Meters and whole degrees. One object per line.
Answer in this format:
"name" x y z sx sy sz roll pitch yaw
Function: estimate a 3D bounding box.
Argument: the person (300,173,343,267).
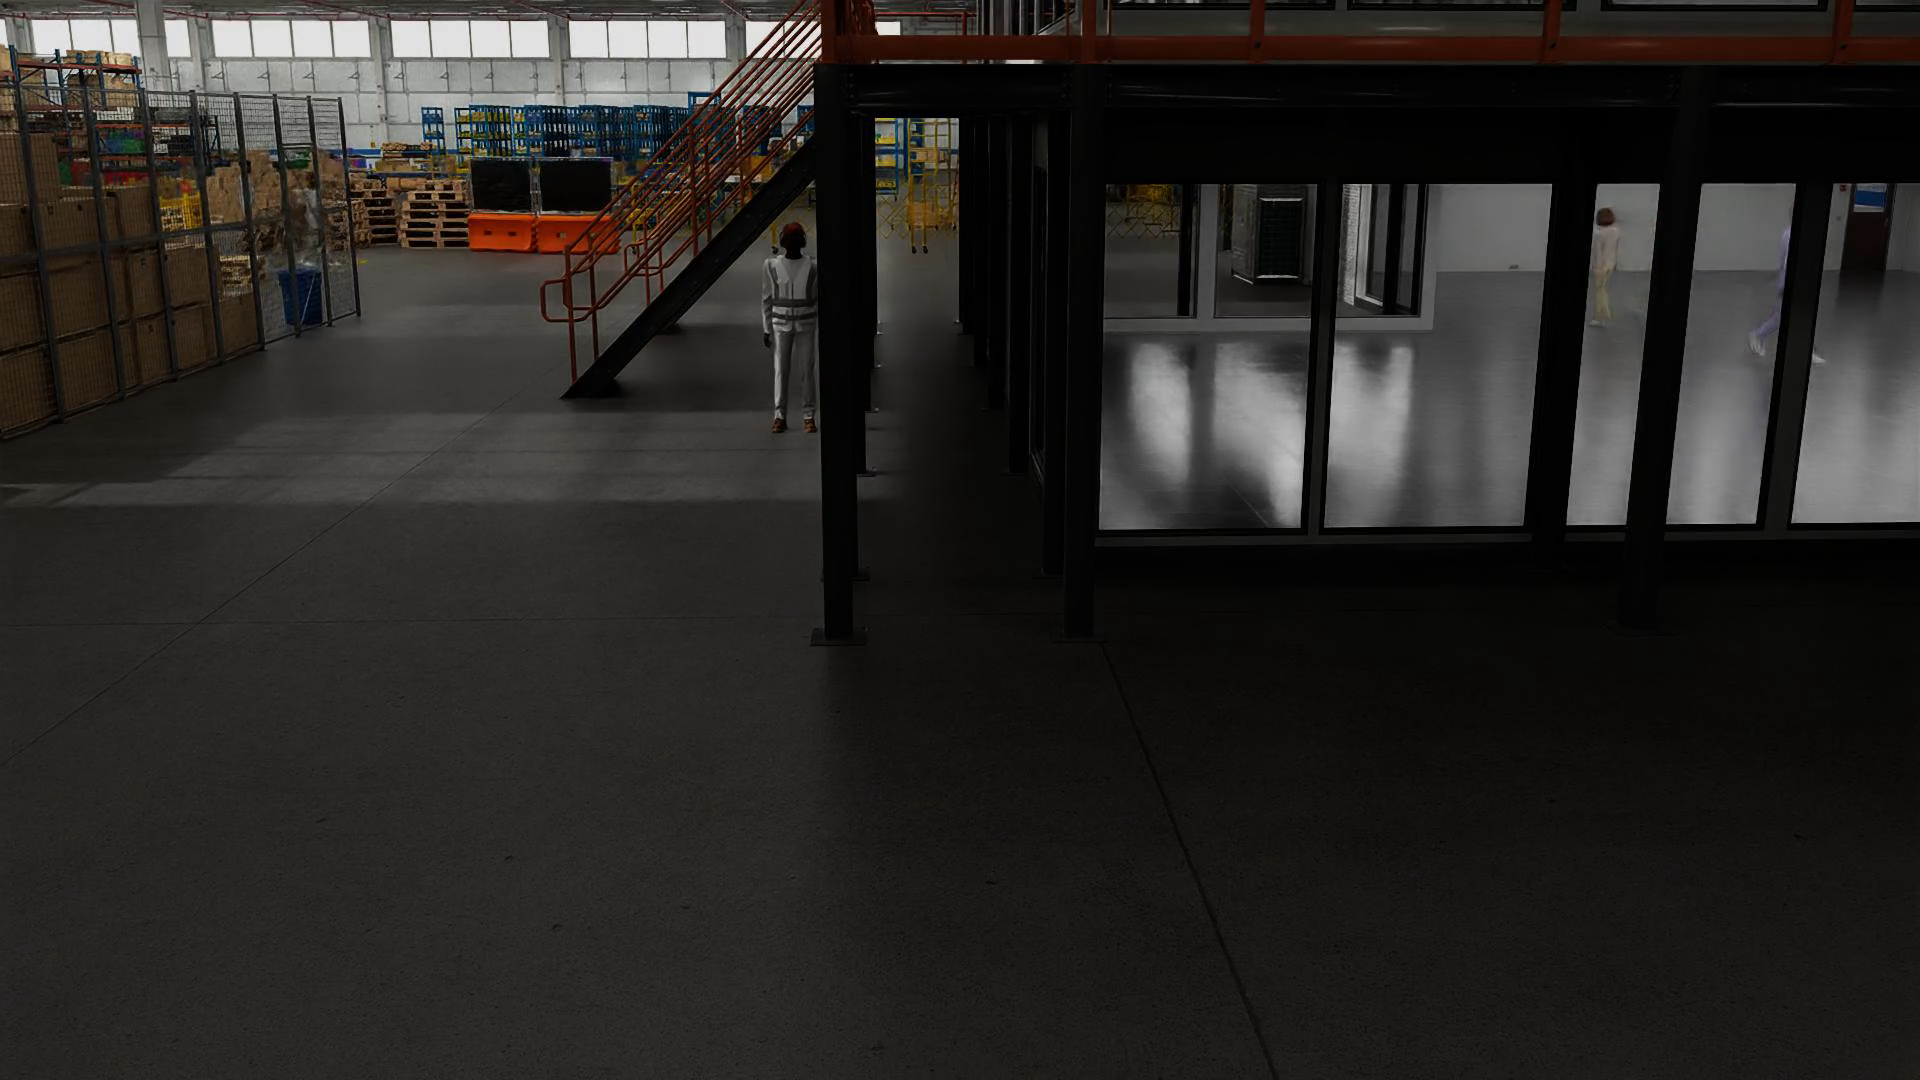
"person" -12.568 -6.239 32.439 1.016 1.818 0.538 3 14 12

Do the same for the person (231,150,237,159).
"person" -28.966 -14.670 66.331 0.914 1.727 0.522 -1 14 -5

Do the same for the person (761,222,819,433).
"person" -1.493 -1.900 14.949 0.575 1.884 0.355 -1 14 -2

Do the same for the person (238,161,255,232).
"person" -16.065 -7.582 37.491 0.374 1.966 0.608 -6 15 -22

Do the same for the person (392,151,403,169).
"person" -28.029 -18.848 82.789 0.590 1.833 0.404 3 14 11

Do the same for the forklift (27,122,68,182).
"forklift" -35.376 -14.773 64.377 1.129 2.768 1.873 -1 14 -2

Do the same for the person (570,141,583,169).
"person" -18.045 -17.764 78.254 0.614 1.931 0.438 -1 14 -5

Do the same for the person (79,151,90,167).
"person" -35.582 -15.014 67.807 0.552 1.655 0.818 -8 16 -29
